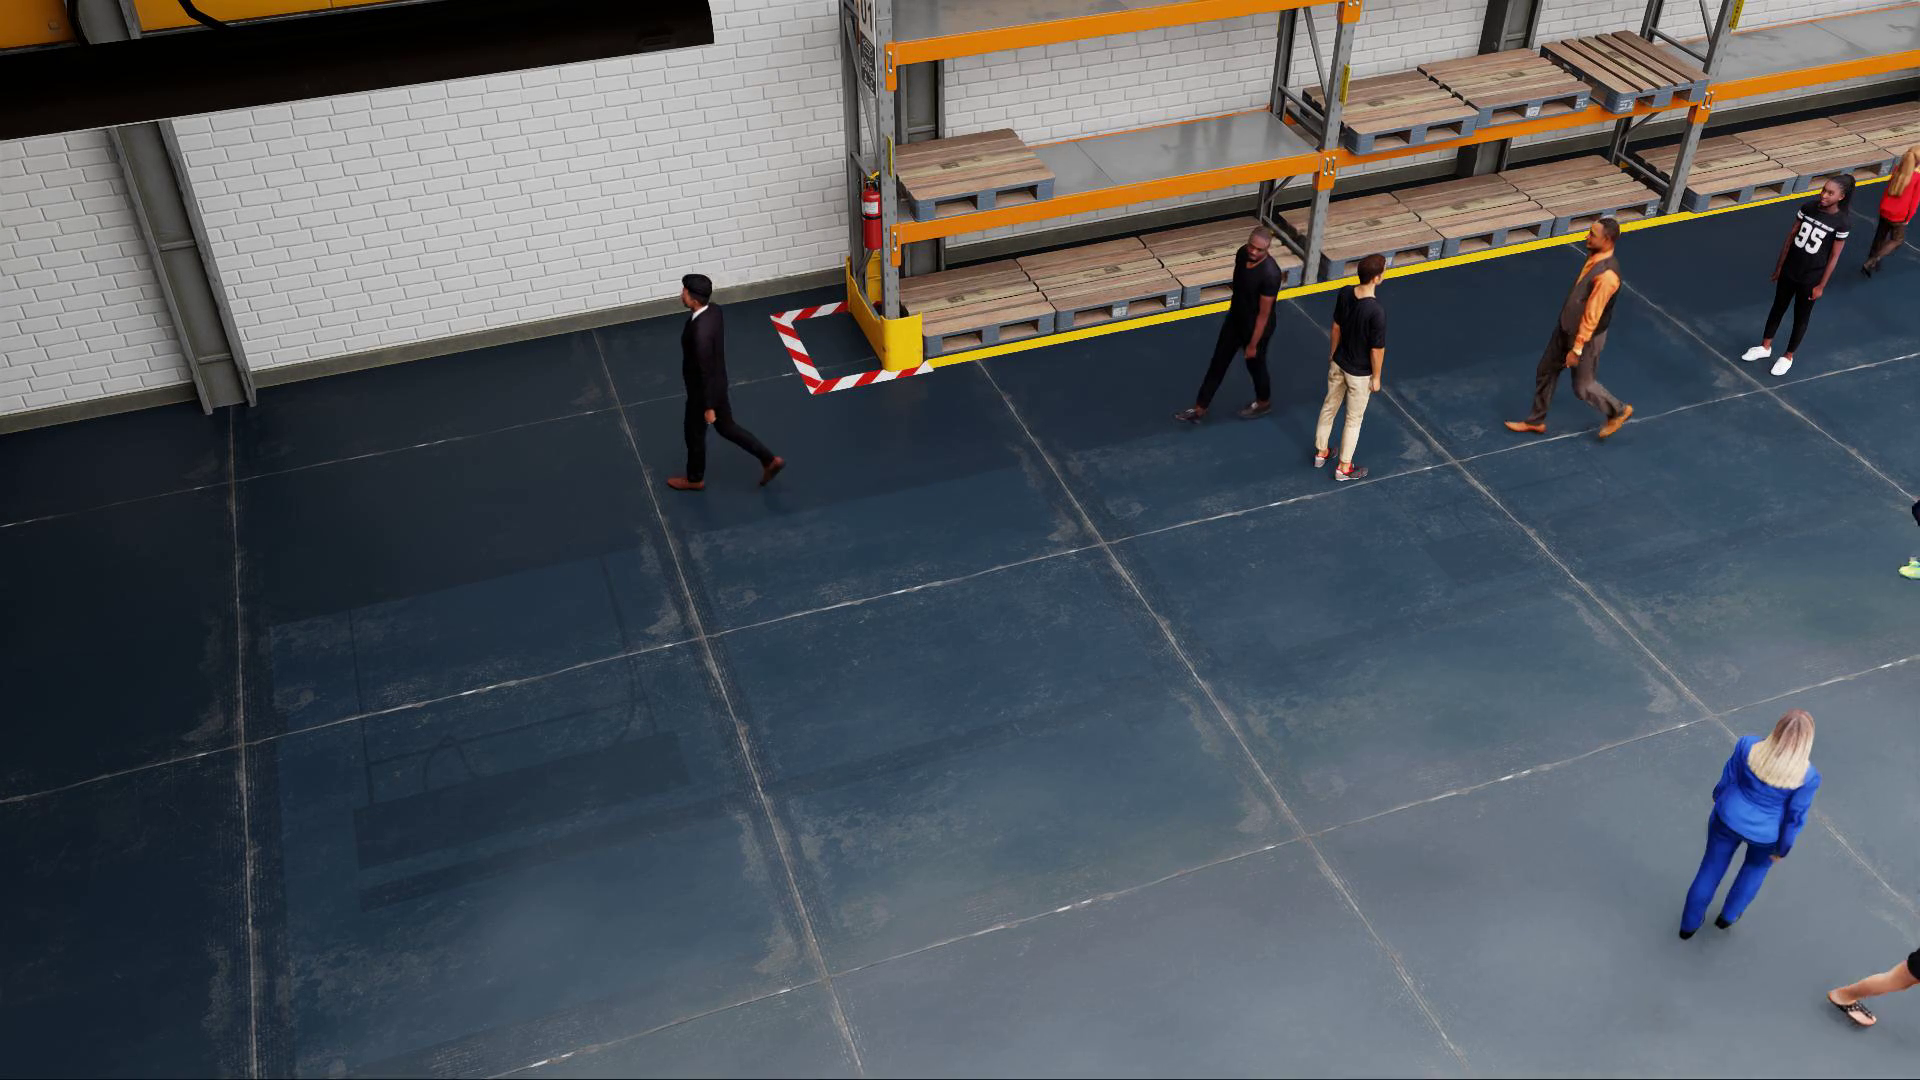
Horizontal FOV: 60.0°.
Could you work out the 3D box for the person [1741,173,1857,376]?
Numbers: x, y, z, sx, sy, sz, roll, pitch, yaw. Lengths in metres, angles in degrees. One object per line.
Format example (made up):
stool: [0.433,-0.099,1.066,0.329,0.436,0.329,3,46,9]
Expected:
person: [6.892,-2.179,13.585,0.660,1.729,0.667,-23,44,-26]

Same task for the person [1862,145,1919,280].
person: [8.322,-2.914,14.872,0.686,1.272,0.537,-19,42,-22]

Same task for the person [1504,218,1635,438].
person: [4.834,-1.548,12.672,1.274,1.883,0.985,1,39,2]

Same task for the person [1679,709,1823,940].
person: [4.182,1.591,8.900,0.757,1.685,0.791,26,45,29]

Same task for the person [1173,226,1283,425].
person: [2.328,-1.650,12.890,1.142,1.770,0.768,-15,41,-18]

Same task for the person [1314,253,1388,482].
person: [2.921,-1.295,12.377,0.616,1.856,0.700,-23,44,-26]

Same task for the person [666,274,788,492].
person: [-1.745,-1.099,12.133,1.288,1.855,1.062,4,39,5]
